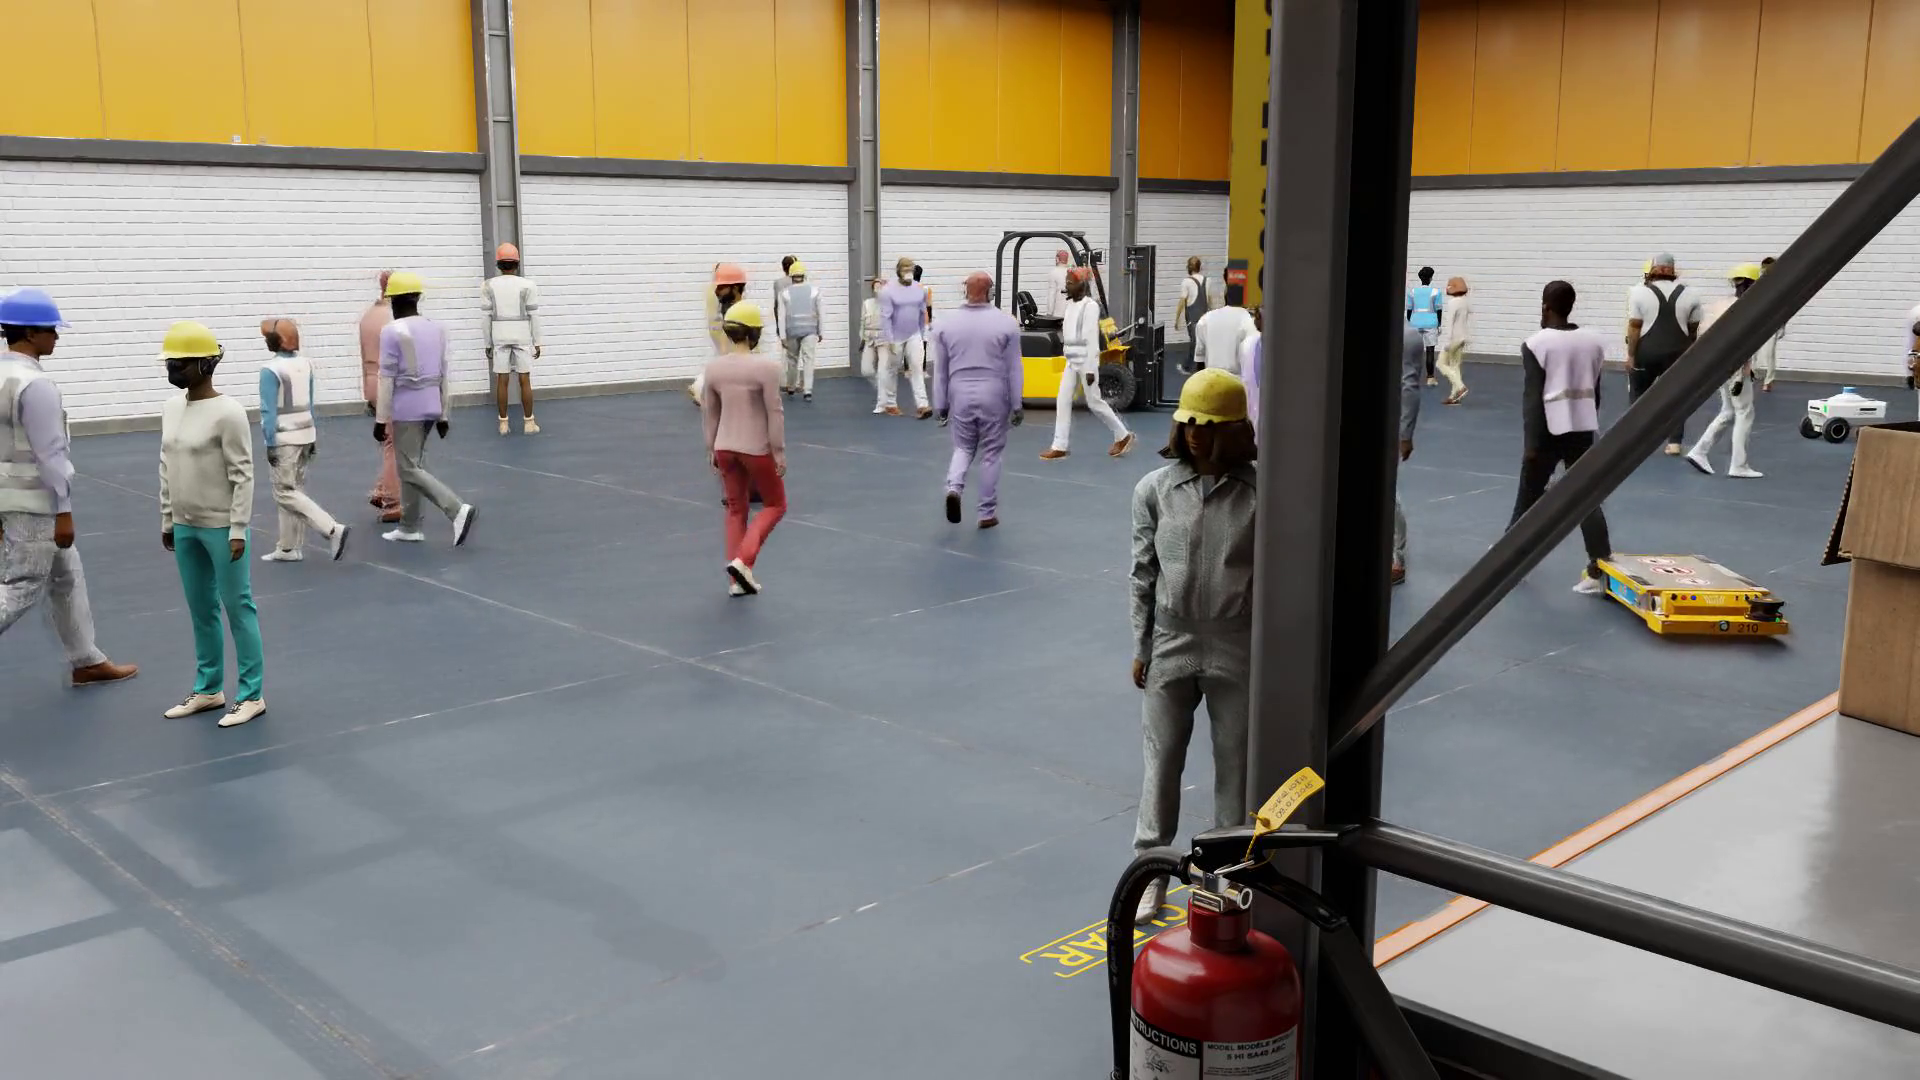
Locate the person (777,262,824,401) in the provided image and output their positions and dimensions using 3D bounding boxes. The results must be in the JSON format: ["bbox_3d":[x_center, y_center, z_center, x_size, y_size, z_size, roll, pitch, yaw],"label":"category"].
[{"bbox_3d":[-2.068,-2.701,21.599,0.602,1.781,0.967,-2,11,-9],"label":"person"}]

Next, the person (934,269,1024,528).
[{"bbox_3d":[0.138,-1.004,12.030,0.649,1.892,0.518,3,11,18],"label":"person"}]

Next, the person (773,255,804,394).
[{"bbox_3d":[-2.280,-2.903,22.449,0.524,1.868,0.316,7,12,33],"label":"person"}]

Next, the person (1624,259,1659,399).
[{"bbox_3d":[8.917,-2.713,21.545,0.591,1.825,0.403,3,11,14],"label":"person"}]

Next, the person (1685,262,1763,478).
[{"bbox_3d":[6.841,-1.506,14.747,0.611,1.893,0.602,0,10,0],"label":"person"}]

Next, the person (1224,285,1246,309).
[{"bbox_3d":[1.991,-0.956,11.906,0.429,1.844,0.627,8,13,37],"label":"person"}]

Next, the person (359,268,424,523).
[{"bbox_3d":[-4.193,-1.067,12.384,0.451,1.895,0.652,-8,13,-38],"label":"person"}]

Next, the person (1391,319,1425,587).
[{"bbox_3d":[2.530,-0.682,10.196,0.377,1.929,0.641,-6,12,-31],"label":"person"}]

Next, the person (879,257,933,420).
[{"bbox_3d":[-0.623,-2.331,19.294,0.628,1.870,1.044,-5,11,-25],"label":"person"}]

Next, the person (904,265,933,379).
[{"bbox_3d":[-0.653,-3.224,24.686,0.531,1.694,0.320,4,11,20],"label":"person"}]

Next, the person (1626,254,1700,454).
[{"bbox_3d":[6.926,-1.893,16.468,0.699,2.000,1.108,1,10,6],"label":"person"}]

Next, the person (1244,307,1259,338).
[{"bbox_3d":[1.869,-0.686,10.150,0.464,1.966,0.732,10,14,43],"label":"person"}]

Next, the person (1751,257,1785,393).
[{"bbox_3d":[10.854,-2.871,22.398,0.517,1.831,0.826,8,13,38],"label":"person"}]

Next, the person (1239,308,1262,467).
[{"bbox_3d":[1.461,-0.328,8.011,0.838,2.005,0.625,-6,12,-29],"label":"person"}]

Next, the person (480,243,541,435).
[{"bbox_3d":[-4.791,-2.139,17.788,0.609,2.048,0.363,-1,10,-6],"label":"person"}]

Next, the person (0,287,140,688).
[{"bbox_3d":[-4.289,-0.180,7.514,0.617,1.911,0.929,10,14,43],"label":"person"}]

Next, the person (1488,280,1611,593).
[{"bbox_3d":[3.628,-0.625,10.074,0.638,1.864,1.040,-3,11,-18],"label":"person"}]

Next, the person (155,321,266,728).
[{"bbox_3d":[-3.292,-0.067,7.260,0.525,1.769,0.308,5,12,26],"label":"person"}]

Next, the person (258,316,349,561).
[{"bbox_3d":[-4.275,-0.631,10.742,0.634,1.622,0.521,2,11,10],"label":"person"}]

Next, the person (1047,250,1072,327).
[{"bbox_3d":[1.606,-3.626,26.288,0.652,1.904,0.403,-8,13,-36],"label":"person"}]

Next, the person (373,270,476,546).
[{"bbox_3d":[-3.685,-0.888,11.381,0.802,1.900,0.592,3,11,16],"label":"person"}]

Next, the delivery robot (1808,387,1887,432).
[{"bbox_3d":[9.205,-1.342,17.259,0.707,0.478,0.477,-1,10,-5],"label":"delivery robot"}]

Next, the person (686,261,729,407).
[{"bbox_3d":[-2.932,-2.492,20.354,0.786,1.817,0.634,-6,12,-30],"label":"person"}]

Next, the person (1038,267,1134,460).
[{"bbox_3d":[1.236,-1.676,15.841,0.924,1.852,0.588,-5,11,-23],"label":"person"}]

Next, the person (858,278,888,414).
[{"bbox_3d":[-0.972,-2.354,20.105,0.551,1.624,0.540,6,12,31],"label":"person"}]

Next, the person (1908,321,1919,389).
[{"bbox_3d":[3.511,0.119,5.999,0.512,1.862,0.322,-9,13,-39],"label":"person"}]

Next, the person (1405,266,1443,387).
[{"bbox_3d":[6.566,-3.016,23.534,0.532,1.694,0.319,6,12,31],"label":"person"}]

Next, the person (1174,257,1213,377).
[{"bbox_3d":[3.421,-3.272,24.646,0.536,1.795,0.954,-6,12,-28],"label":"person"}]

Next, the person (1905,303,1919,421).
[{"bbox_3d":[8.853,-1.518,14.984,0.436,1.830,0.654,-9,14,-41],"label":"person"}]

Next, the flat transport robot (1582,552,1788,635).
[{"bbox_3d":[4.073,0.282,9.434,0.652,0.197,1.431,1,10,4],"label":"flat transport robot"}]

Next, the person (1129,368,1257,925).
[{"bbox_3d":[0.758,0.341,5.101,0.487,1.741,0.312,2,11,11],"label":"person"}]

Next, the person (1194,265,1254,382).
[{"bbox_3d":[1.910,-0.970,11.633,0.370,1.966,0.608,-10,14,-42],"label":"person"}]

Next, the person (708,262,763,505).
[{"bbox_3d":[-1.778,-1.215,13.100,0.519,1.917,0.579,-4,11,-19],"label":"person"}]

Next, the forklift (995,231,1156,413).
[{"bbox_3d":[1.222,-2.721,20.561,2.313,2.155,1.214,2,11,13],"label":"forklift"}]

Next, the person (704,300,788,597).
[{"bbox_3d":[-1.256,-0.521,9.763,0.549,1.754,0.395,5,12,27],"label":"person"}]

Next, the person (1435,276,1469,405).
[{"bbox_3d":[6.204,-2.495,20.898,0.366,1.617,0.518,9,14,41],"label":"person"}]
